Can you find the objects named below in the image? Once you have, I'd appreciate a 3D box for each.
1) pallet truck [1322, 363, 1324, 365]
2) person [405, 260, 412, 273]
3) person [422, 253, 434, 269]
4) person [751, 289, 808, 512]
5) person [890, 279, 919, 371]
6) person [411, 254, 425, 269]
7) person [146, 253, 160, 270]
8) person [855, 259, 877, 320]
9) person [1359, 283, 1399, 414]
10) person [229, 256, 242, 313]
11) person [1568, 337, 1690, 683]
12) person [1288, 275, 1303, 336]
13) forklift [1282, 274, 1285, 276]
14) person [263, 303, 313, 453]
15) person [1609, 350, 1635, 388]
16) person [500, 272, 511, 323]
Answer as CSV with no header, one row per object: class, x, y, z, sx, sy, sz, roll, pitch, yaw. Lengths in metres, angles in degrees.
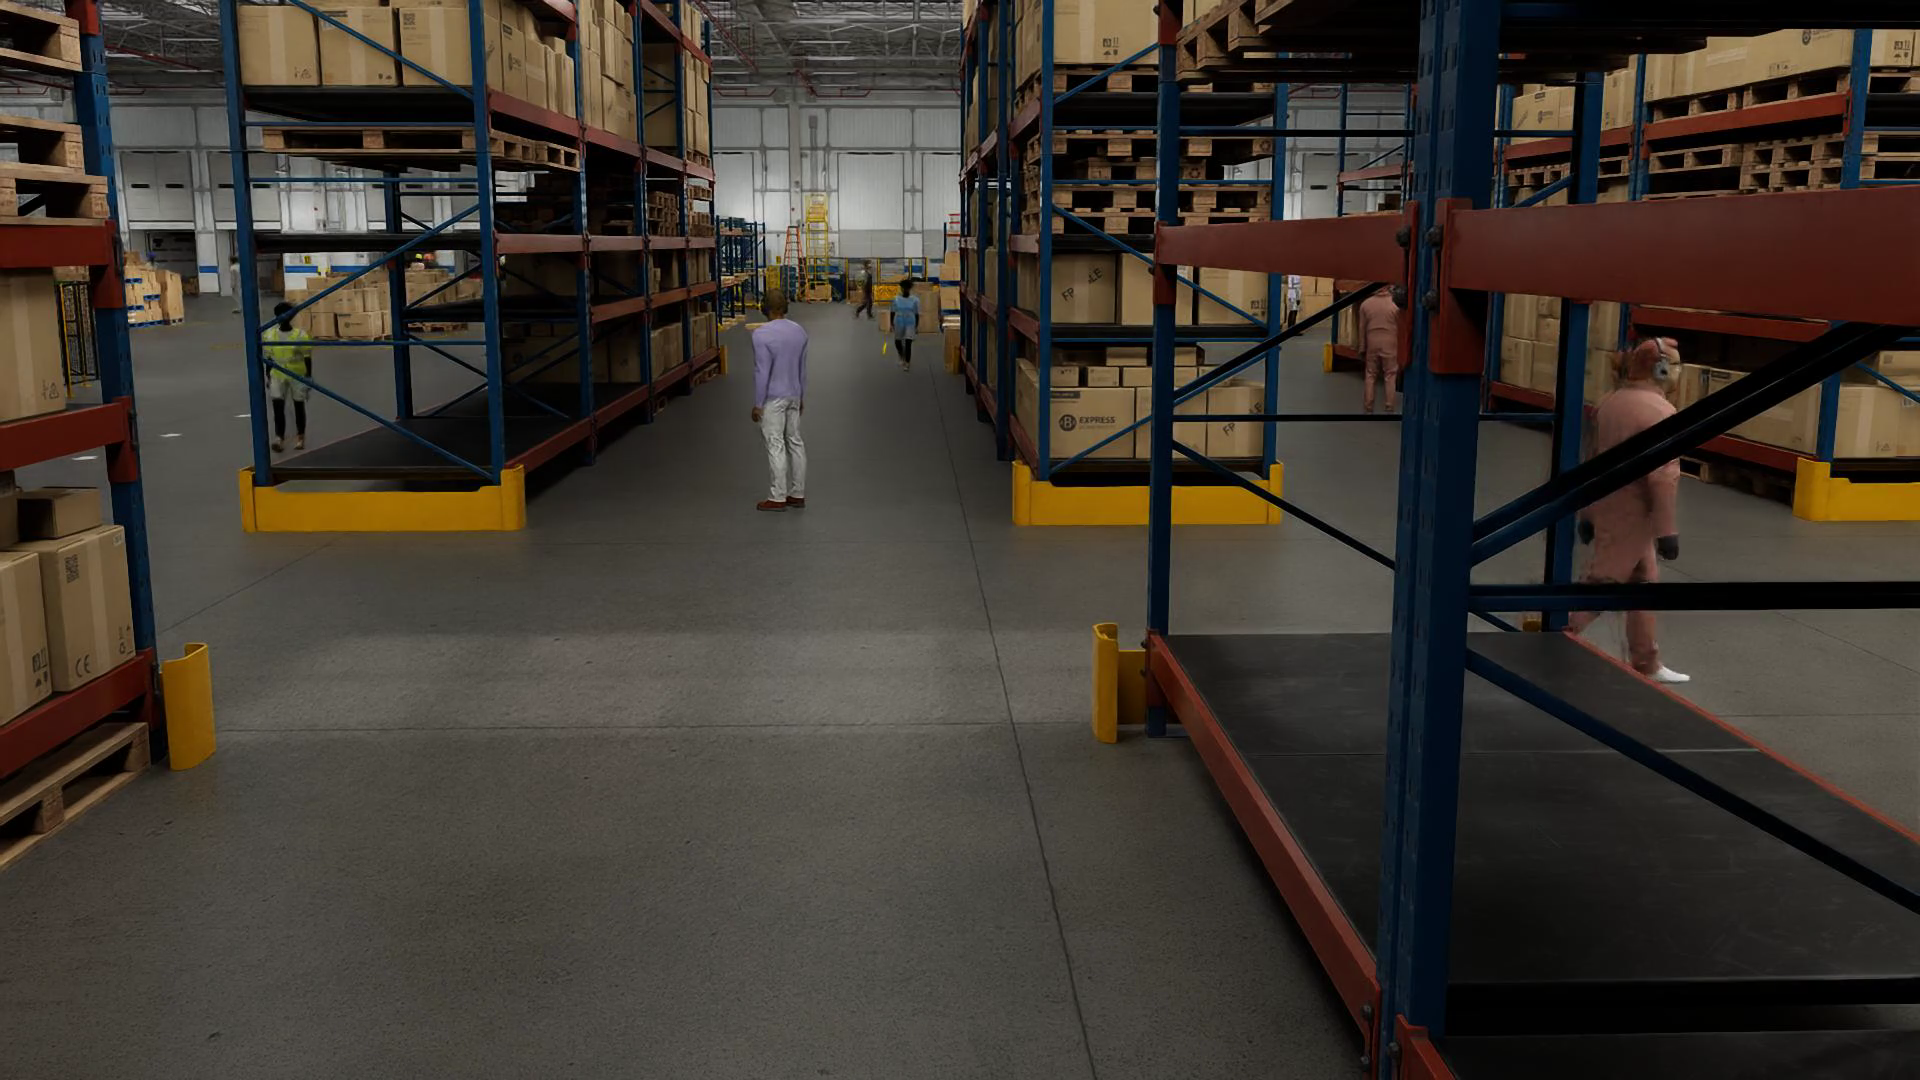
pallet truck,7.712,-4.157,30.737,1.885,1.965,0.823,3,11,16
person,-19.964,-9.355,60.614,0.769,1.668,0.550,1,10,7
person,-17.942,-8.743,56.424,0.971,1.958,0.614,-7,12,-35
person,-1.577,-1.211,14.496,0.362,1.935,0.631,8,13,37
person,-0.997,-3.909,30.234,0.537,1.681,0.450,1,10,7
person,-18.884,-9.031,58.124,0.589,1.922,0.389,3,11,16
person,-29.871,-9.659,61.580,0.611,1.933,0.431,-10,14,-43
person,-2.813,-7.456,49.600,0.639,1.826,0.525,4,11,19
person,5.586,-2.532,21.939,0.643,1.908,0.399,8,13,36
person,-23.446,-8.324,54.278,0.881,1.896,0.663,1,10,8
person,3.396,-0.125,8.664,0.931,1.871,0.648,0,10,3
person,8.359,-6.050,41.451,0.356,1.938,0.545,-2,10,-9
forklift,12.240,-10.302,62.509,1.129,2.768,1.873,0,10,-2
person,-7.485,-1.796,18.515,0.549,1.646,0.866,-1,10,-8
person,4.358,-0.425,10.945,0.307,1.639,0.525,8,13,37
person,-9.323,-4.671,33.836,0.740,1.927,0.369,-4,11,-20
